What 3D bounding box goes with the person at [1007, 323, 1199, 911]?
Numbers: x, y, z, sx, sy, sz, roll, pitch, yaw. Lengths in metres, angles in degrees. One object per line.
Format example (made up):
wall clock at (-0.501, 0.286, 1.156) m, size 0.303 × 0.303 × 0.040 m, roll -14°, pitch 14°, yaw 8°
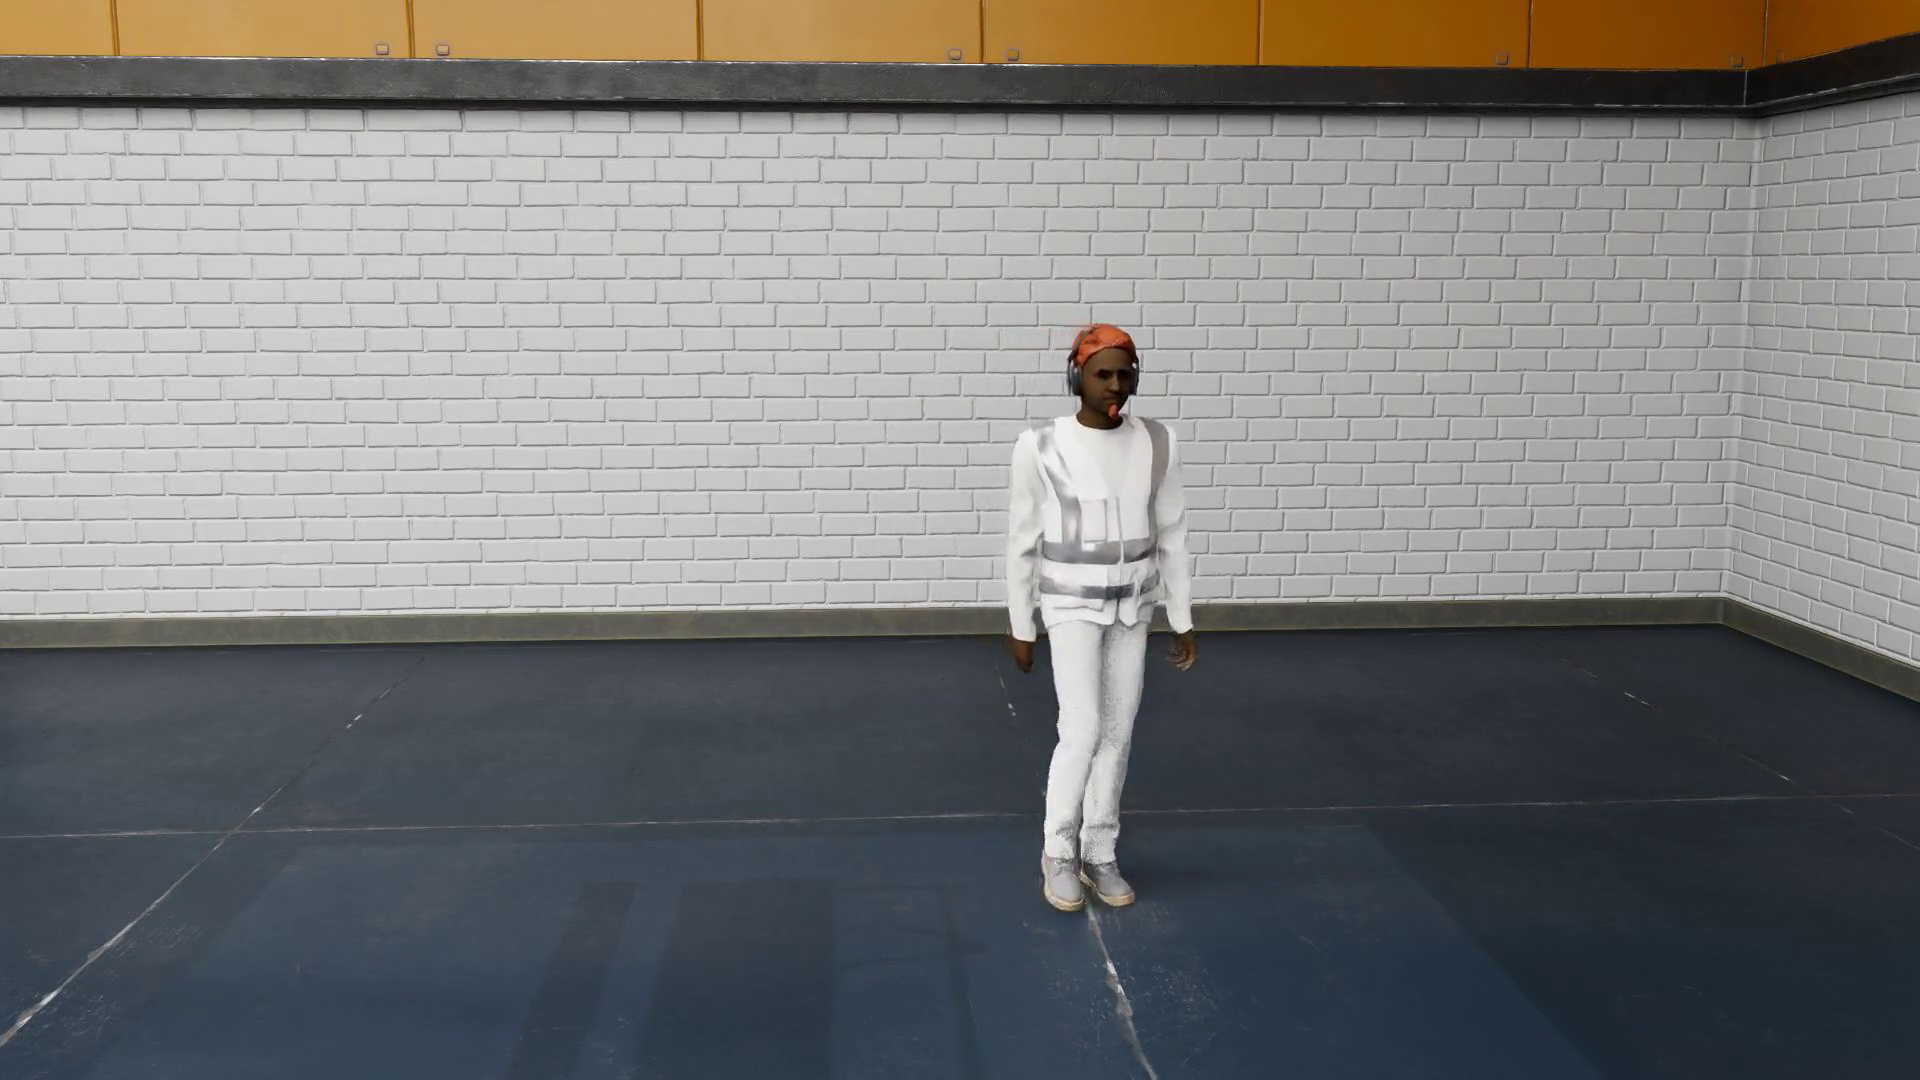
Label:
person at (0.468, 0.259, 5.275) m, size 0.585 × 1.872 × 0.466 m, roll -4°, pitch 10°, yaw -24°
